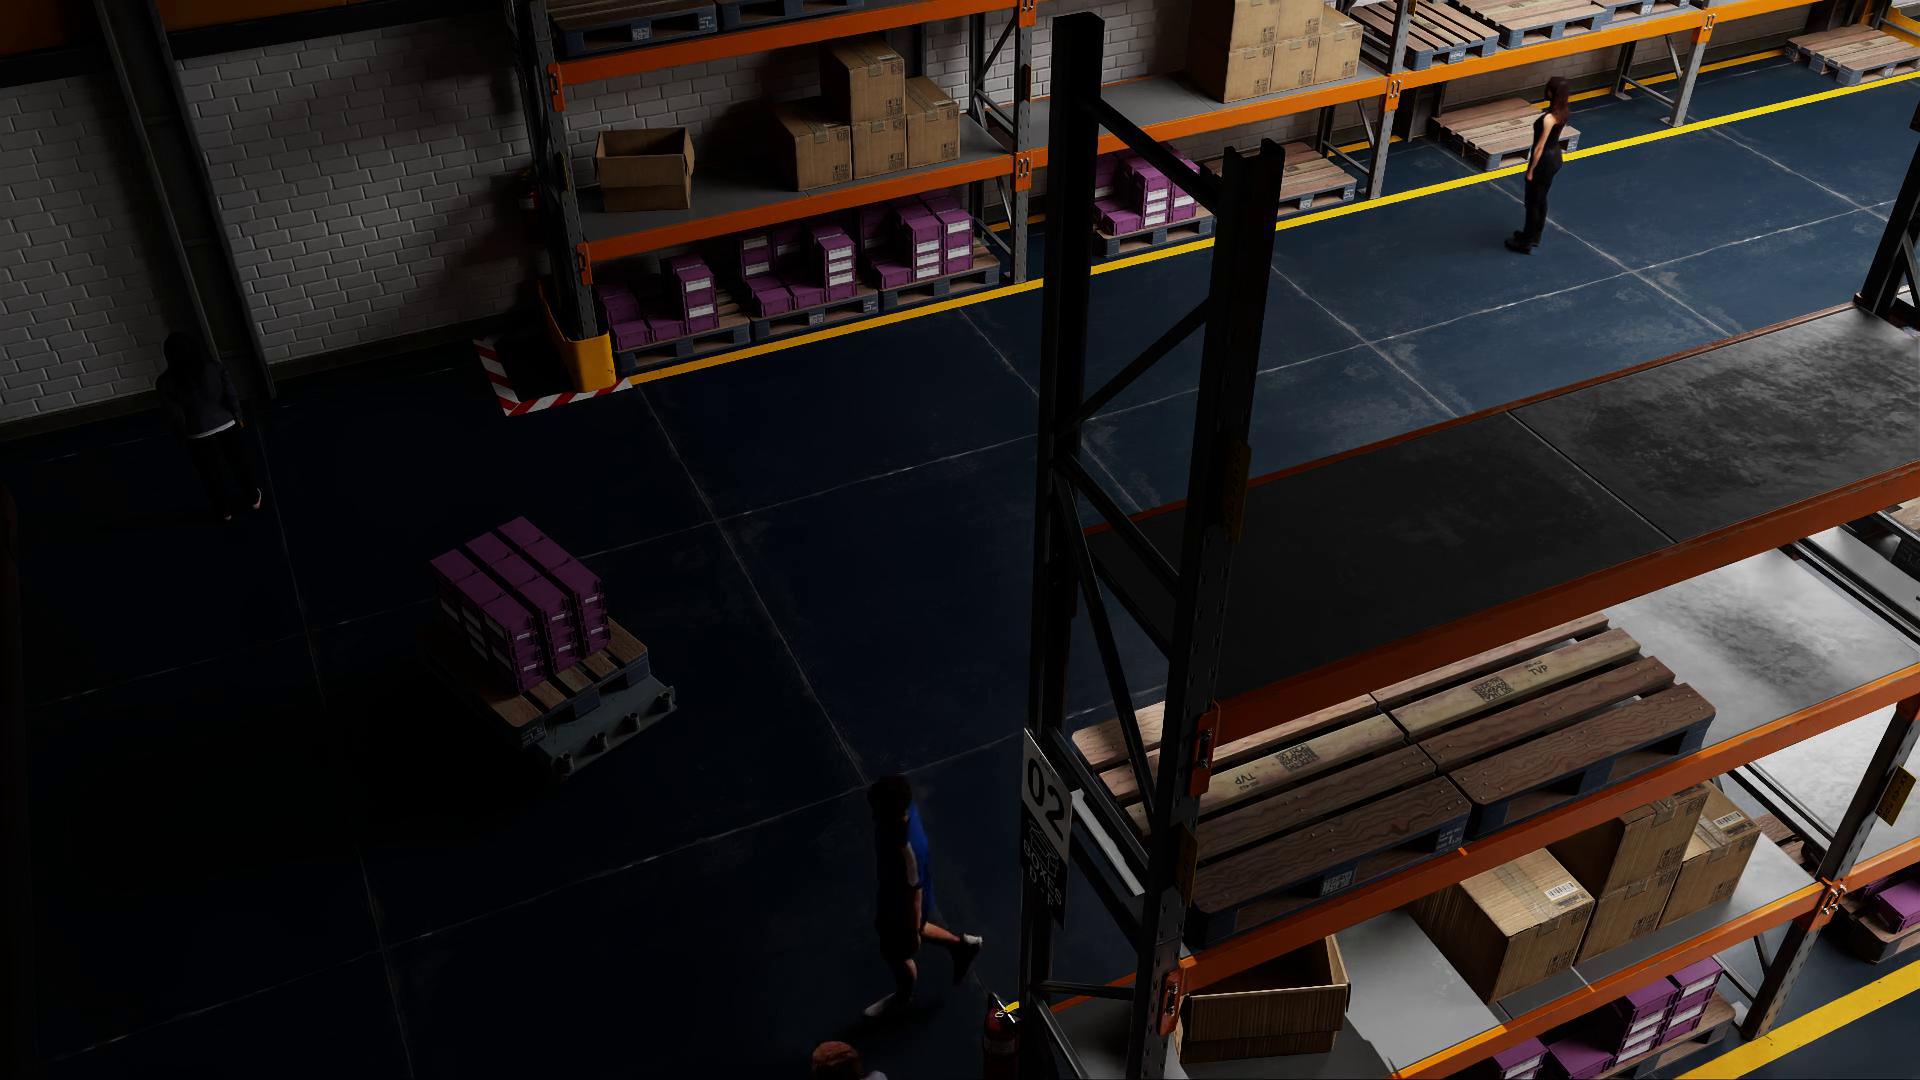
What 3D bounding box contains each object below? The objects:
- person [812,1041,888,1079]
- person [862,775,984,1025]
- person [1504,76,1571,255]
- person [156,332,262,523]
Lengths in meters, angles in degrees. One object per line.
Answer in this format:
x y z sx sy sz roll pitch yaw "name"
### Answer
-0.377 2.877 7.534 0.680 1.635 0.770 -32 48 -33 "person"
-0.207 1.838 8.668 0.969 1.843 0.752 -14 41 -17 "person"
5.425 -3.485 15.459 0.723 1.688 0.630 23 44 26 "person"
-5.527 -0.847 12.227 0.632 1.597 0.759 -22 43 -25 "person"
